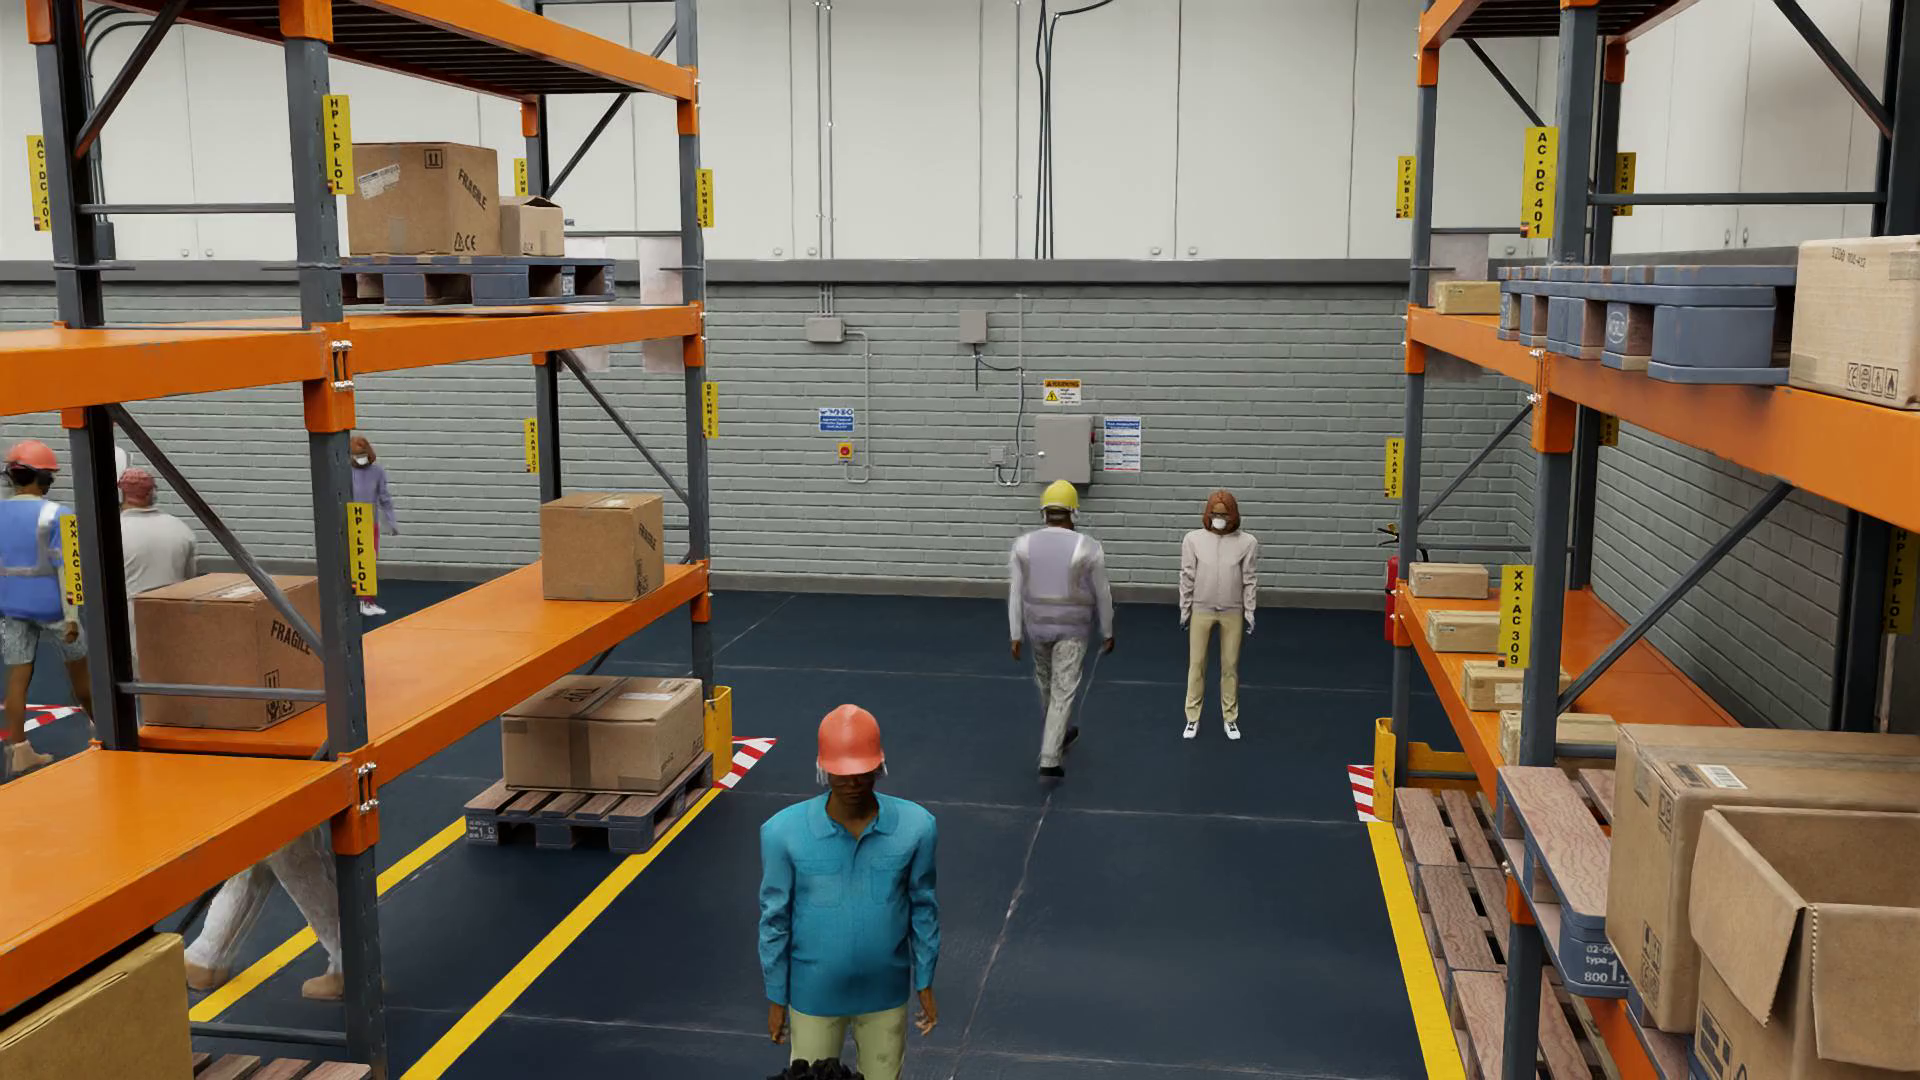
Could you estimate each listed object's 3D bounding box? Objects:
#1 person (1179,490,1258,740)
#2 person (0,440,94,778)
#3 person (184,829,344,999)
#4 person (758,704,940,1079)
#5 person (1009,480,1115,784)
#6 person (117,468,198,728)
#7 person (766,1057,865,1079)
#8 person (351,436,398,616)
[{"bbox_3d":[1.668,0.485,10.760,0.498,1.633,0.279,1,9,5],"label":"person"},{"bbox_3d":[-5.598,0.384,10.247,0.612,1.998,0.990,1,9,5],"label":"person"},{"bbox_3d":[-2.916,1.041,6.871,0.957,1.796,0.618,-2,9,-10],"label":"person"},{"bbox_3d":[-0.326,1.348,5.060,0.564,1.752,0.339,-2,9,-13],"label":"person"},{"bbox_3d":[0.611,0.531,10.058,0.600,1.783,0.961,4,10,24],"label":"person"},{"bbox_3d":[-4.759,0.529,9.713,0.407,1.888,0.659,6,11,31],"label":"person"},{"bbox_3d":[-0.267,1.720,2.944,0.322,1.697,0.534,4,10,21],"label":"person"},{"bbox_3d":[-5.197,-0.112,14.493,0.419,1.600,0.593,6,11,33],"label":"person"}]
